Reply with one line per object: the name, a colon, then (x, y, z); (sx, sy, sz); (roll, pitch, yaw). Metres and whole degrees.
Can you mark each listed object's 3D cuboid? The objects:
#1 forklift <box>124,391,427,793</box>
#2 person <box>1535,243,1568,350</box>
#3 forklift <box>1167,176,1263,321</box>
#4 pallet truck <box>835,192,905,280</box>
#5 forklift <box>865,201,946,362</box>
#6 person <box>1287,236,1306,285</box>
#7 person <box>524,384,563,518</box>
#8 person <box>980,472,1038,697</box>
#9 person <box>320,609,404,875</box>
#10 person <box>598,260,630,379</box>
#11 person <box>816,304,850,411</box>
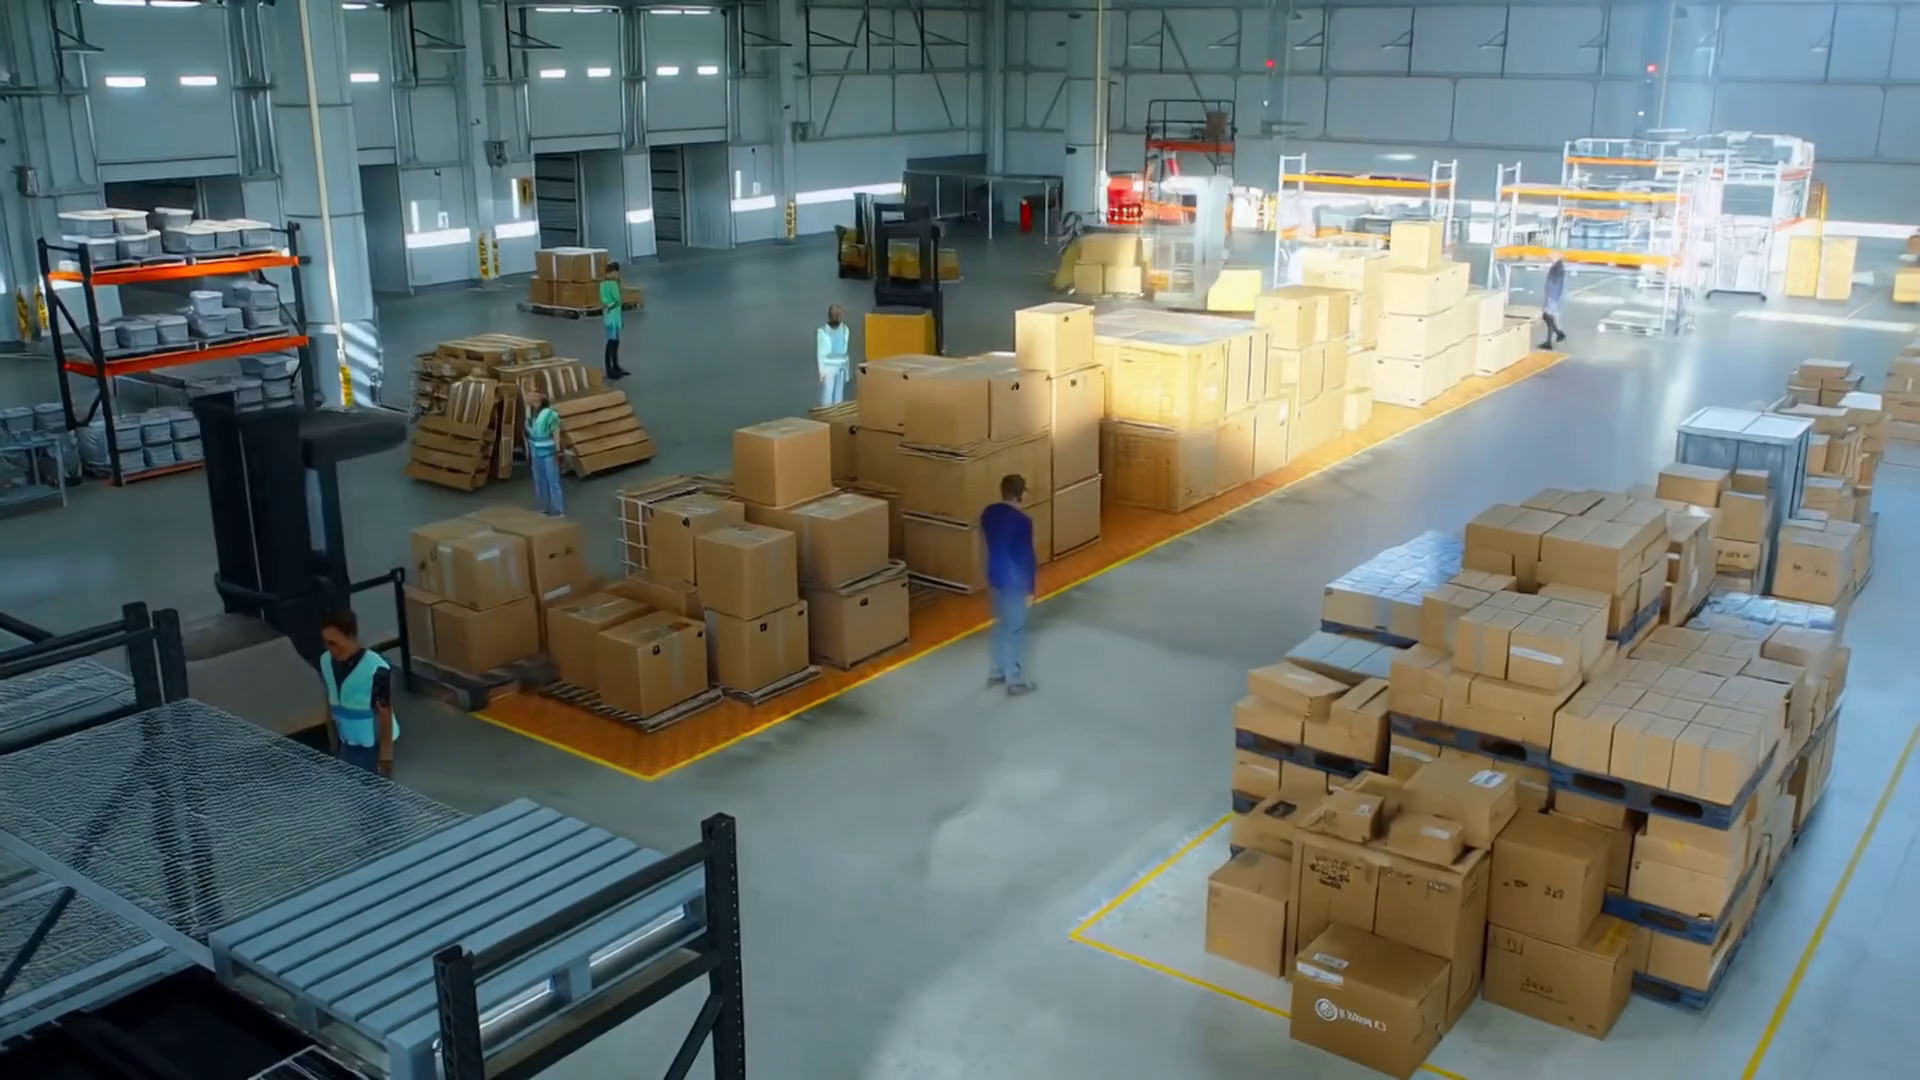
forklift: (-5.372, 0.285, 12.830); (1.129, 2.768, 1.873); (12, 21, 35)
person: (10.658, -4.366, 29.855); (0.453, 1.924, 0.568); (6, 18, 20)
forklift: (5.028, -5.691, 32.619); (1.873, 2.768, 1.129); (3, 17, 10)
pallet truck: (-1.936, -7.159, 38.982); (1.885, 1.965, 0.823); (-12, 21, -34)
forklift: (-0.931, -4.236, 27.802); (1.129, 2.768, 1.873); (2, 17, 8)
person: (6.189, -4.634, 30.725); (0.355, 1.936, 0.635); (2, 17, 7)
person: (-4.800, -0.984, 19.147); (0.522, 1.640, 0.306); (9, 19, 28)
person: (0.419, 0.371, 14.148); (0.352, 1.937, 0.635); (-12, 21, -35)
person: (-3.946, 1.347, 10.982); (0.597, 1.906, 0.414); (10, 19, 30)
person: (-5.706, -3.632, 27.397); (0.342, 1.942, 0.552); (4, 17, 15)
person: (-1.765, -2.373, 23.350); (0.351, 1.878, 0.568); (16, 23, 42)
